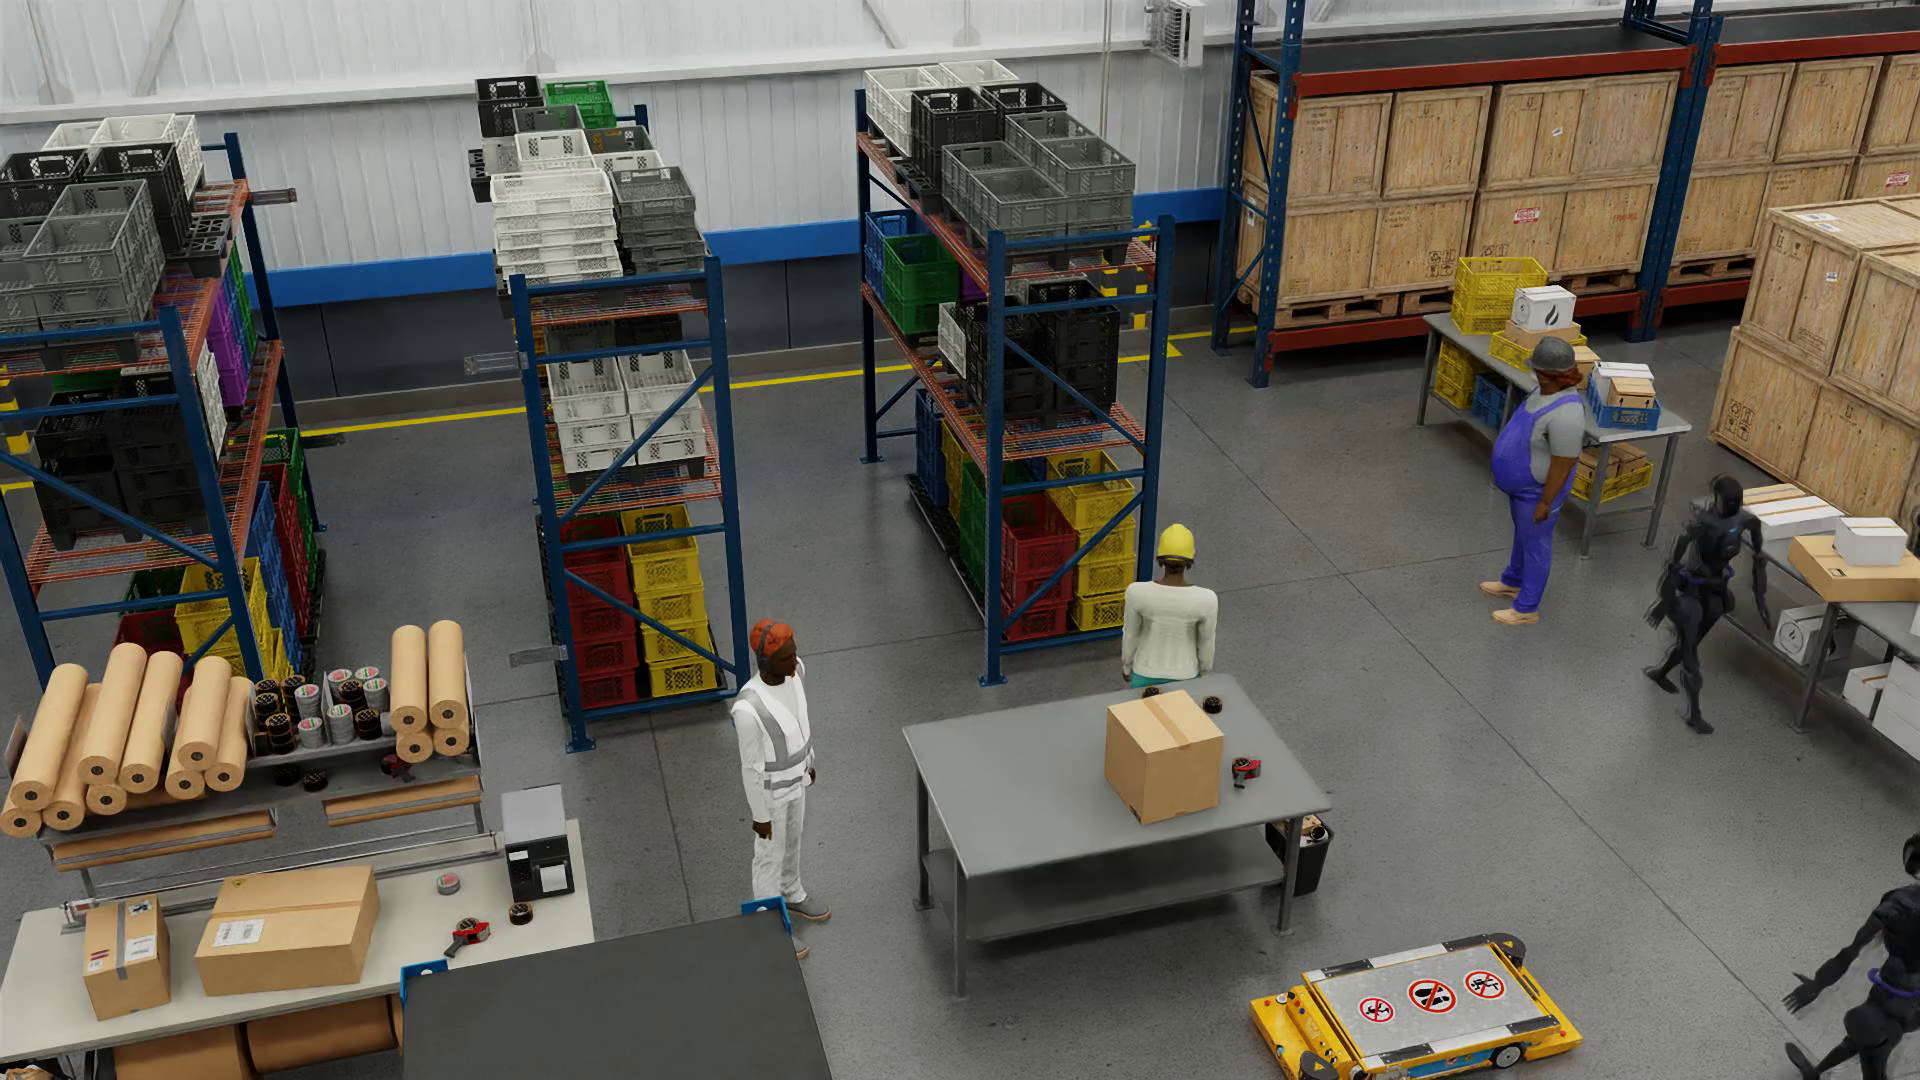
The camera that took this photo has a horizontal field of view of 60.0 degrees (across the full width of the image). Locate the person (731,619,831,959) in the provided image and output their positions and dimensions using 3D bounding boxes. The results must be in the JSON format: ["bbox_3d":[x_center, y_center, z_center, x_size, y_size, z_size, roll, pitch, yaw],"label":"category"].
[{"bbox_3d":[-0.888,1.217,8.271,0.355,1.882,0.574,10,30,17],"label":"person"}]

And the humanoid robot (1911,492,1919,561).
[{"bbox_3d":[6.662,-0.263,11.235,0.565,1.628,0.689,-18,34,-30],"label":"humanoid robot"}]

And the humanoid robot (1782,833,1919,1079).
[{"bbox_3d":[3.974,1.959,7.176,0.597,1.627,0.757,-14,32,-24],"label":"humanoid robot"}]

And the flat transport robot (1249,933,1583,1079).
[{"bbox_3d":[2.184,2.282,7.980,1.431,0.197,0.652,-8,30,-14],"label":"flat transport robot"}]

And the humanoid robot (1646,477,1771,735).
[{"bbox_3d":[4.542,0.351,10.115,0.559,1.628,0.759,-9,30,-16],"label":"humanoid robot"}]

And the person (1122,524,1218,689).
[{"bbox_3d":[1.156,0.713,9.318,0.516,1.756,0.337,3,29,5],"label":"person"}]

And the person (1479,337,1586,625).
[{"bbox_3d":[3.792,-0.404,11.059,0.537,2.000,0.673,3,29,6],"label":"person"}]
